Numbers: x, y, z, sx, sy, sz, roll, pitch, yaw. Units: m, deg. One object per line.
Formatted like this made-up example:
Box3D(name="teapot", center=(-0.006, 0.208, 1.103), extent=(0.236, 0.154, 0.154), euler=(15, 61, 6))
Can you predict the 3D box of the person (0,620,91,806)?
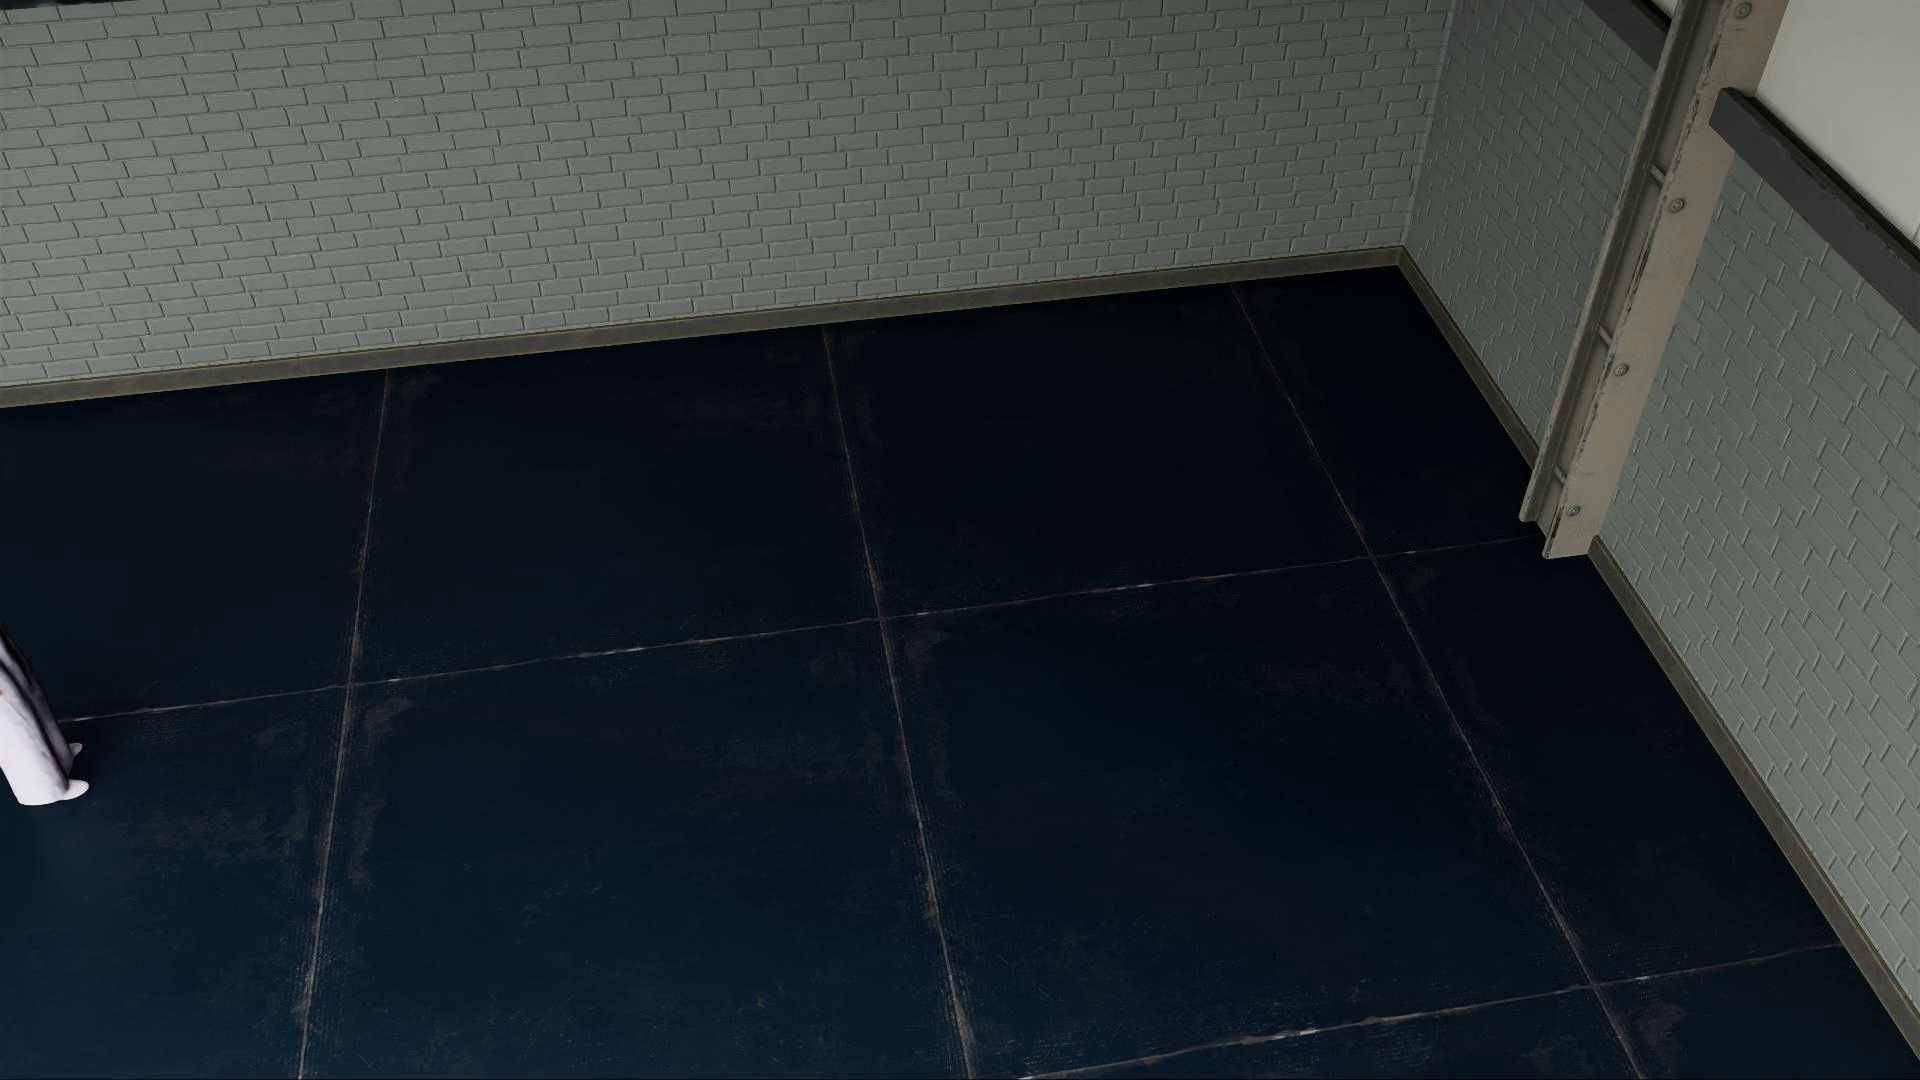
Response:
Box3D(name="person", center=(-4.839, 0.558, 8.156), extent=(0.817, 1.927, 0.685), euler=(-20, 47, -20))
